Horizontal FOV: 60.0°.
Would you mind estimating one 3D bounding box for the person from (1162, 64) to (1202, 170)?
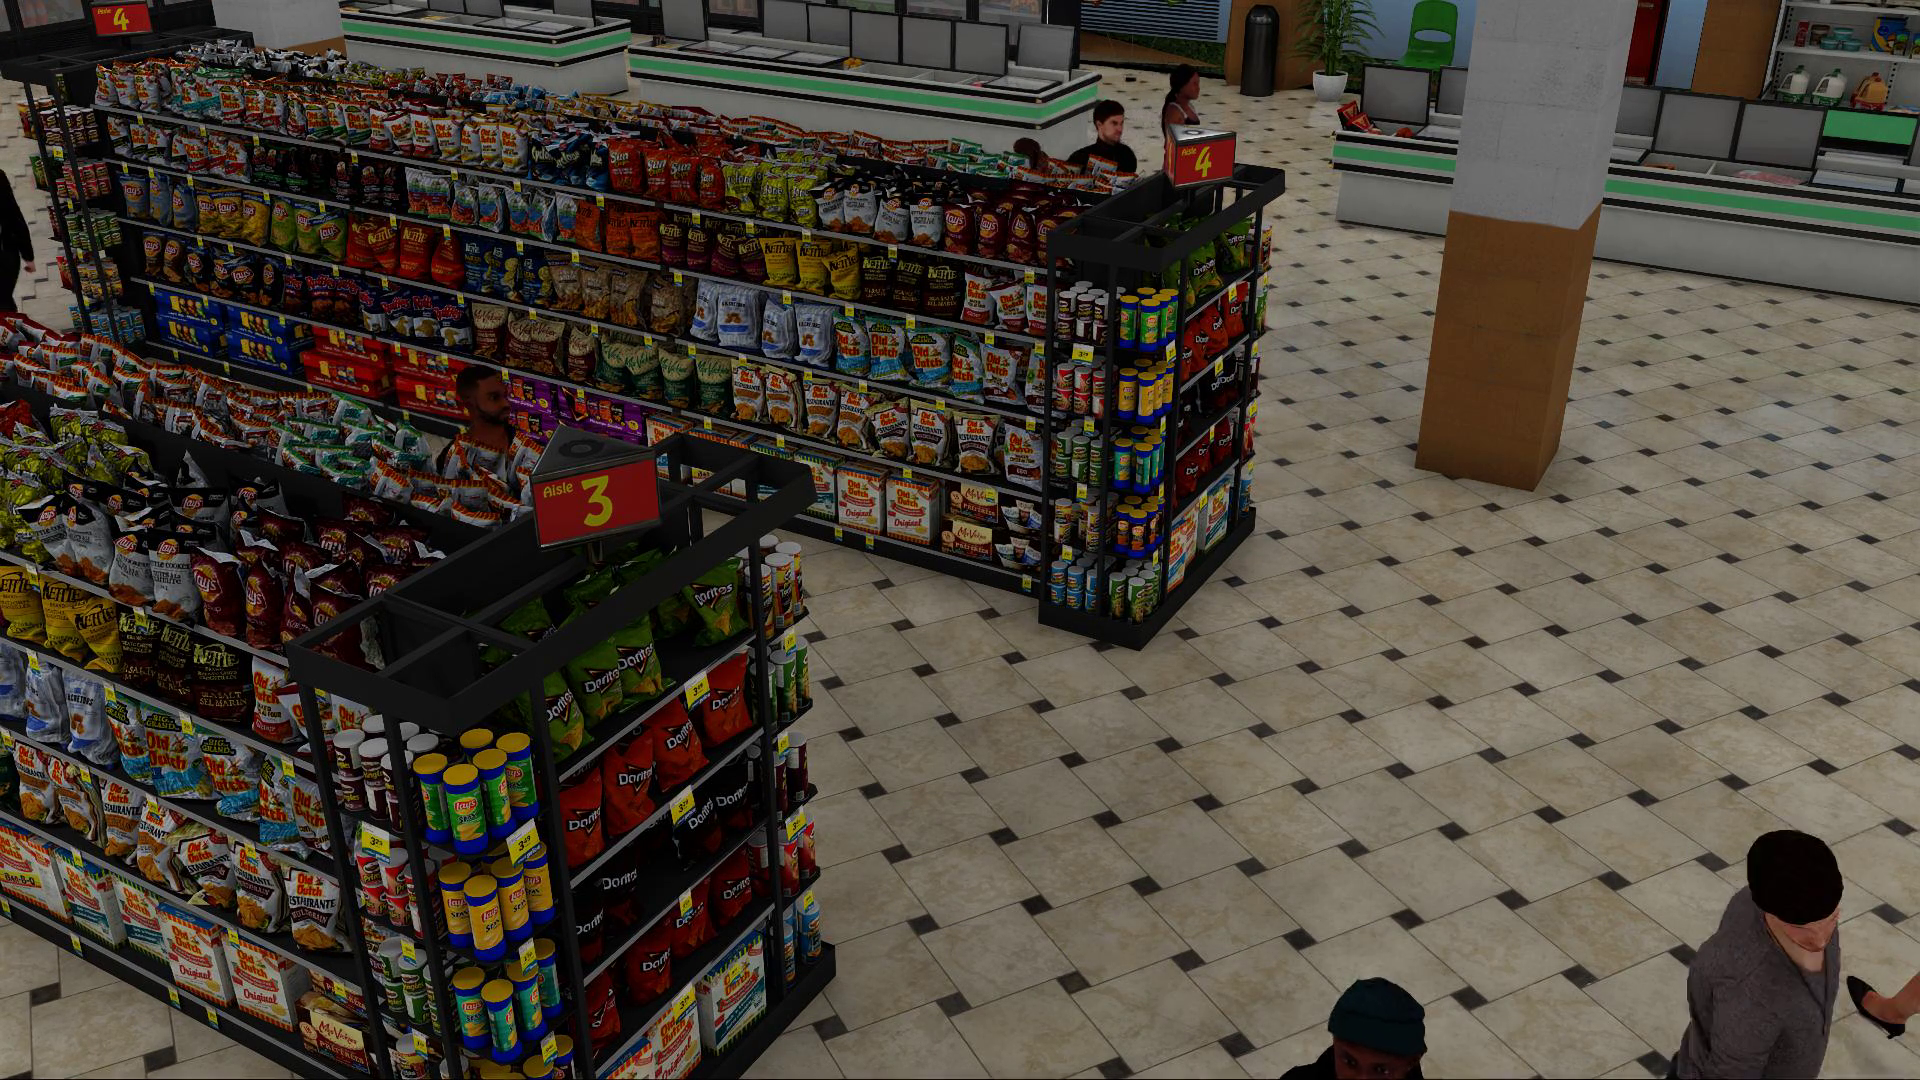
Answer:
[{"bbox_3d":[1.530,-2.640,12.358,1.075,1.728,0.590,13,30,24],"label":"person"}]

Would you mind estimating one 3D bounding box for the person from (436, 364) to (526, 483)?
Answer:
[{"bbox_3d":[-1.944,0.140,6.821,1.101,1.778,0.685,16,31,29],"label":"person"}]

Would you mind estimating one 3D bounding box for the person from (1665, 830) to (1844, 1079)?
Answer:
[{"bbox_3d":[1.940,1.426,4.183,0.651,1.870,0.760,9,28,17],"label":"person"}]

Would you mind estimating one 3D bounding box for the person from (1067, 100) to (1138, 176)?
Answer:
[{"bbox_3d":[0.844,-1.972,10.971,1.094,1.792,1.255,-13,30,-24],"label":"person"}]

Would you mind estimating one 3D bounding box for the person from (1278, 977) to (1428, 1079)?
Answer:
[{"bbox_3d":[0.912,1.670,3.788,1.115,1.793,0.878,9,28,17],"label":"person"}]
